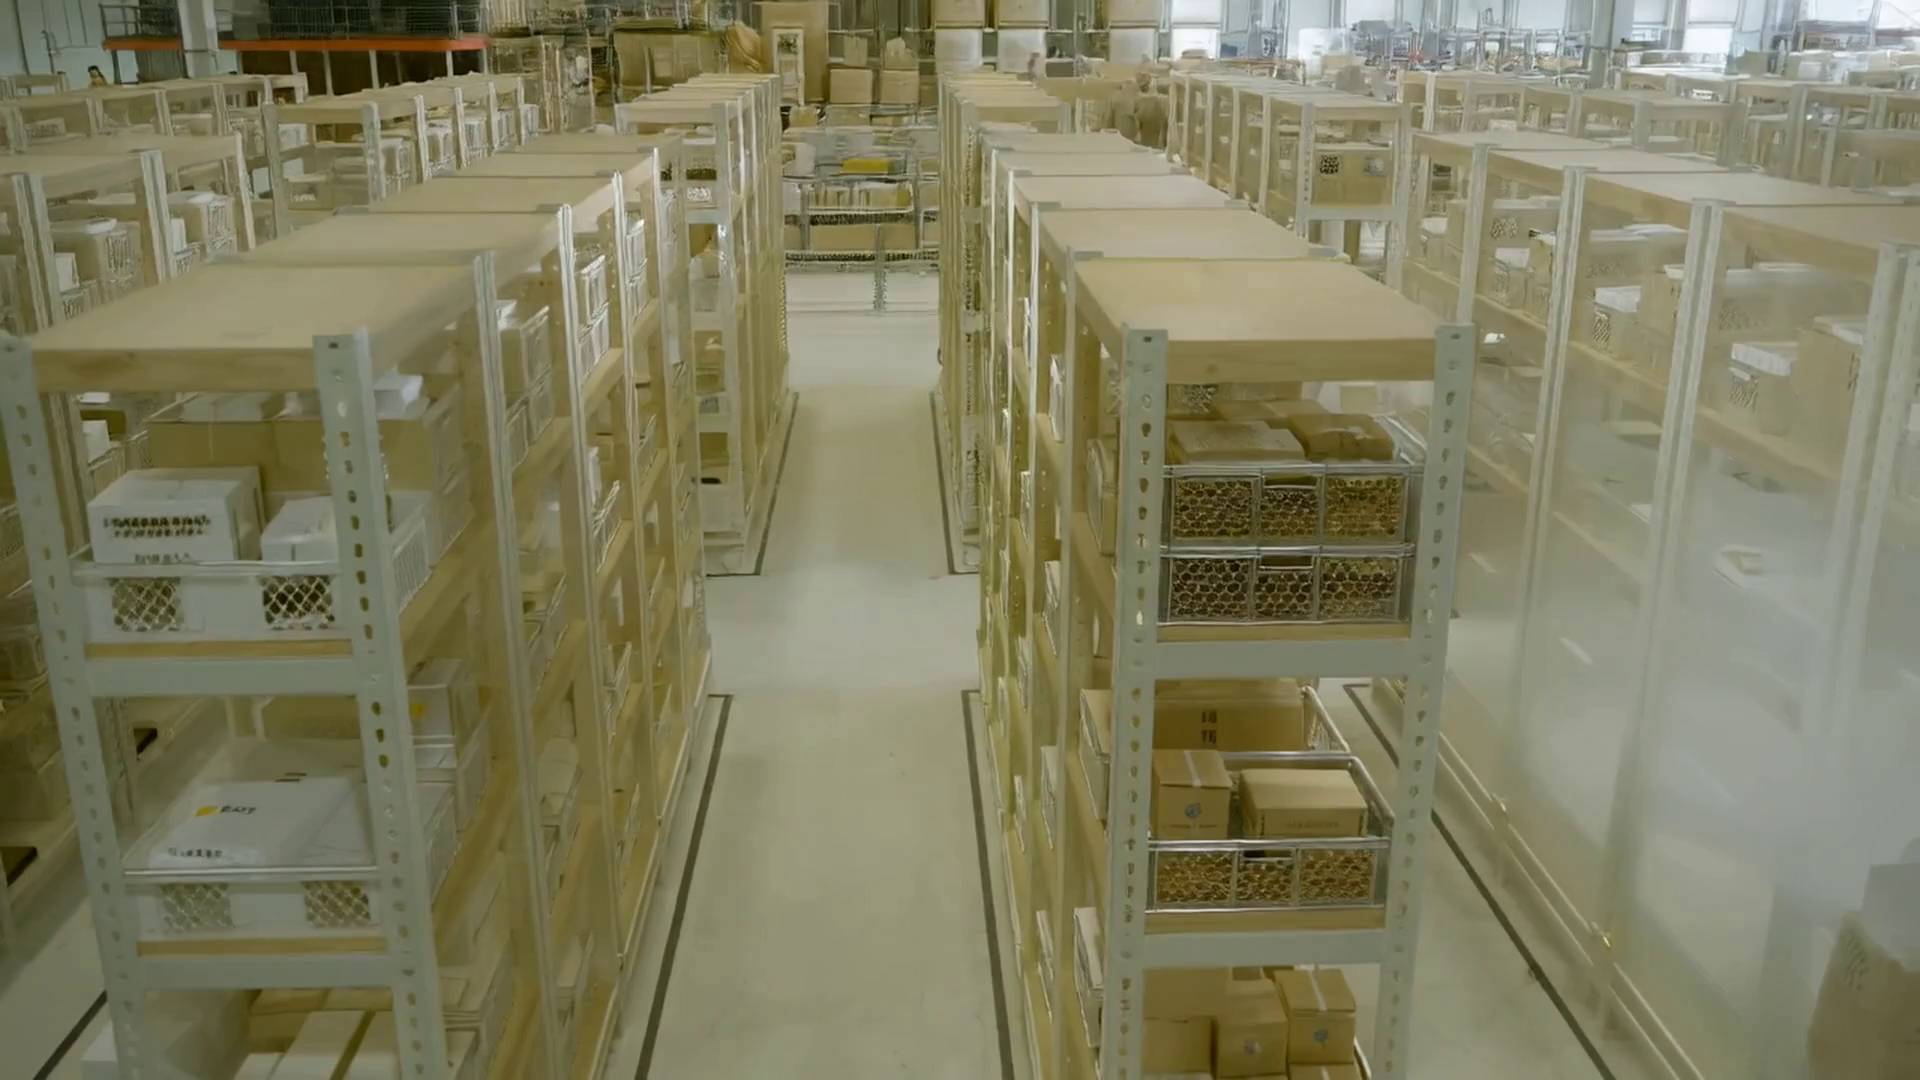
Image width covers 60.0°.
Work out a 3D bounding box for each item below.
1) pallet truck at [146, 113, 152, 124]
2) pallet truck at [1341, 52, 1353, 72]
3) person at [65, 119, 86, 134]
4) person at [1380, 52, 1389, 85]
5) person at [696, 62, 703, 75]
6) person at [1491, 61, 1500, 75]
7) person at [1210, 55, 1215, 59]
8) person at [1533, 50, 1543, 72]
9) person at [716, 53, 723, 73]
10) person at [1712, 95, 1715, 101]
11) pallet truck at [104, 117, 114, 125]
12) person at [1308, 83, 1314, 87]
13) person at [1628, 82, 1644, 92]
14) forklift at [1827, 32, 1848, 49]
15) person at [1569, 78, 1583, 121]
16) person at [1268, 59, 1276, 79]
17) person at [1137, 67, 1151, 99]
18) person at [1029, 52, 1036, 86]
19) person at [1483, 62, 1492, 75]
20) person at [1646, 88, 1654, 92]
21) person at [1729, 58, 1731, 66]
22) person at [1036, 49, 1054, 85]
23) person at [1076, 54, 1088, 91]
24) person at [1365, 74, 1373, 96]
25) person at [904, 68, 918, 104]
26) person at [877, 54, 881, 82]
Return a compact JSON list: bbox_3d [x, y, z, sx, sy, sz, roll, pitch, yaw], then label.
[{"bbox_3d":[-18.087,-8.309,36.390,1.885,1.965,0.823,-1,18,-4],"label":"pallet truck"},{"bbox_3d":[18.794,-23.123,82.231,0.823,1.965,1.885,-13,22,-35],"label":"pallet truck"},{"bbox_3d":[-22.269,-10.037,41.910,0.446,1.887,0.665,8,20,23],"label":"person"},{"bbox_3d":[21.513,-23.763,84.365,0.395,1.920,0.627,-4,18,-12],"label":"person"},{"bbox_3d":[-11.070,-19.433,71.028,0.426,1.871,0.578,-2,18,-6],"label":"person"},{"bbox_3d":[23.218,-19.821,72.229,0.328,1.865,0.519,-3,18,-8],"label":"person"},{"bbox_3d":[11.929,-21.996,78.861,0.453,1.924,0.626,-13,22,-36],"label":"person"},{"bbox_3d":[30.591,-25.028,88.257,0.449,1.912,0.543,-9,20,-25],"label":"person"},{"bbox_3d":[-13.259,-26.159,91.722,1.010,1.945,0.631,-7,19,-21],"label":"person"},{"bbox_3d":[22.389,-12.494,49.760,0.549,1.719,0.900,0,18,1],"label":"person"},{"bbox_3d":[-18.367,-7.885,35.078,1.885,1.965,0.823,1,18,2],"label":"pallet truck"},{"bbox_3d":[11.931,-14.804,56.988,0.321,1.692,0.539,6,19,17],"label":"person"},{"bbox_3d":[23.354,-15.289,57.921,0.706,2.000,0.984,14,23,37],"label":"person"},{"bbox_3d":[46.023,-25.321,87.619,1.129,2.768,1.873,-1,18,-2],"label":"forklift"},{"bbox_3d":[20.026,-14.005,54.056,0.686,1.971,0.623,11,21,31],"label":"person"},{"bbox_3d":[15.080,-22.403,80.503,0.321,1.692,0.534,16,24,41],"label":"person"},{"bbox_3d":[7.264,-17.765,65.819,0.557,1.904,0.938,-4,18,-14],"label":"person"},{"bbox_3d":[3.625,-23.513,83.516,0.388,1.947,0.614,-5,19,-16],"label":"person"},{"bbox_3d":[23.141,-20.061,73.044,0.650,1.826,0.511,-8,20,-24],"label":"person"},{"bbox_3d":[21.479,-13.213,51.953,0.355,1.755,0.518,-7,19,-22],"label":"person"},{"bbox_3d":[36.107,-21.858,78.580,0.616,1.833,0.940,11,21,29],"label":"person"},{"bbox_3d":[4.571,-25.688,90.362,0.986,1.884,0.606,5,19,16],"label":"person"},{"bbox_3d":[6.143,-23.695,84.281,0.564,1.820,0.629,-9,20,-25],"label":"person"},{"bbox_3d":[14.564,-15.697,59.469,0.329,1.865,0.508,0,18,-1],"label":"person"},{"bbox_3d":[-1.865,-16.732,62.549,0.542,1.939,0.364,9,20,27],"label":"person"},{"bbox_3d":[-4.344,-26.672,93.590,1.029,1.770,0.682,7,19,20],"label":"person"}]
